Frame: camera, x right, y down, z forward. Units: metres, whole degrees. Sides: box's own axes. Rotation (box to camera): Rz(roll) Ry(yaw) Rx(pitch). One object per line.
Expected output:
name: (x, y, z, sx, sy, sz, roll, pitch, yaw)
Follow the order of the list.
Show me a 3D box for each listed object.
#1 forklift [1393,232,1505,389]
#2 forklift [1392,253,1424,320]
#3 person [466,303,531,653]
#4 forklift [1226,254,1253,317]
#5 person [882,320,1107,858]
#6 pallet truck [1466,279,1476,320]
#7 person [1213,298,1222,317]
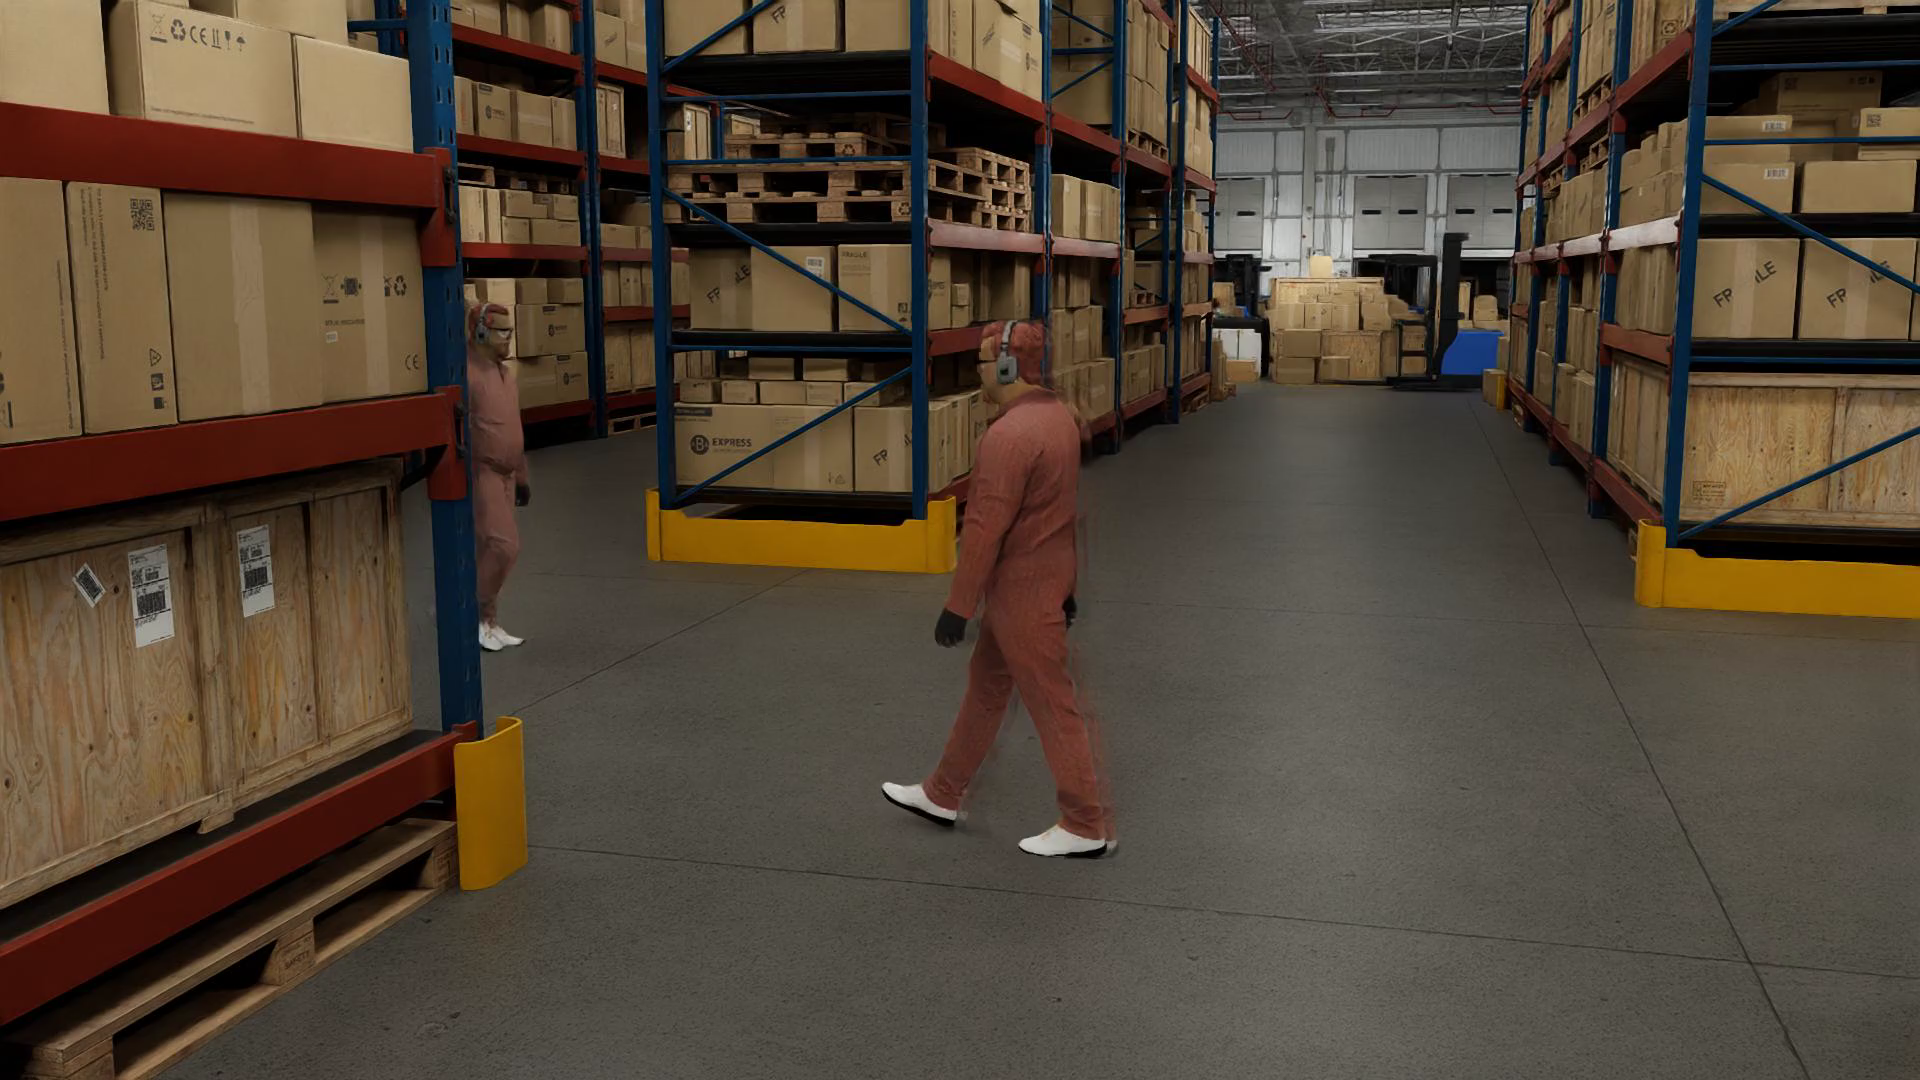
forklift: (8.814, -4.109, 29.877, 1.873, 2.768, 1.129, 2, 9, 15)
forklift: (14.534, -7.989, 54.531, 1.129, 2.768, 1.873, -9, 12, -43)
person: (-2.536, -0.326, 8.985, 0.455, 1.886, 0.672, 1, 9, 8)
forklift: (9.270, -8.127, 55.406, 1.873, 2.768, 1.129, -7, 11, -38)
person: (0.105, 0.176, 5.838, 0.947, 1.862, 0.663, 3, 9, 17)
pallet truck: (18.896, -8.459, 60.307, 1.885, 1.965, 0.823, 5, 10, 31)
person: (5.653, -4.570, 36.893, 0.888, 1.588, 0.545, 1, 9, 4)
